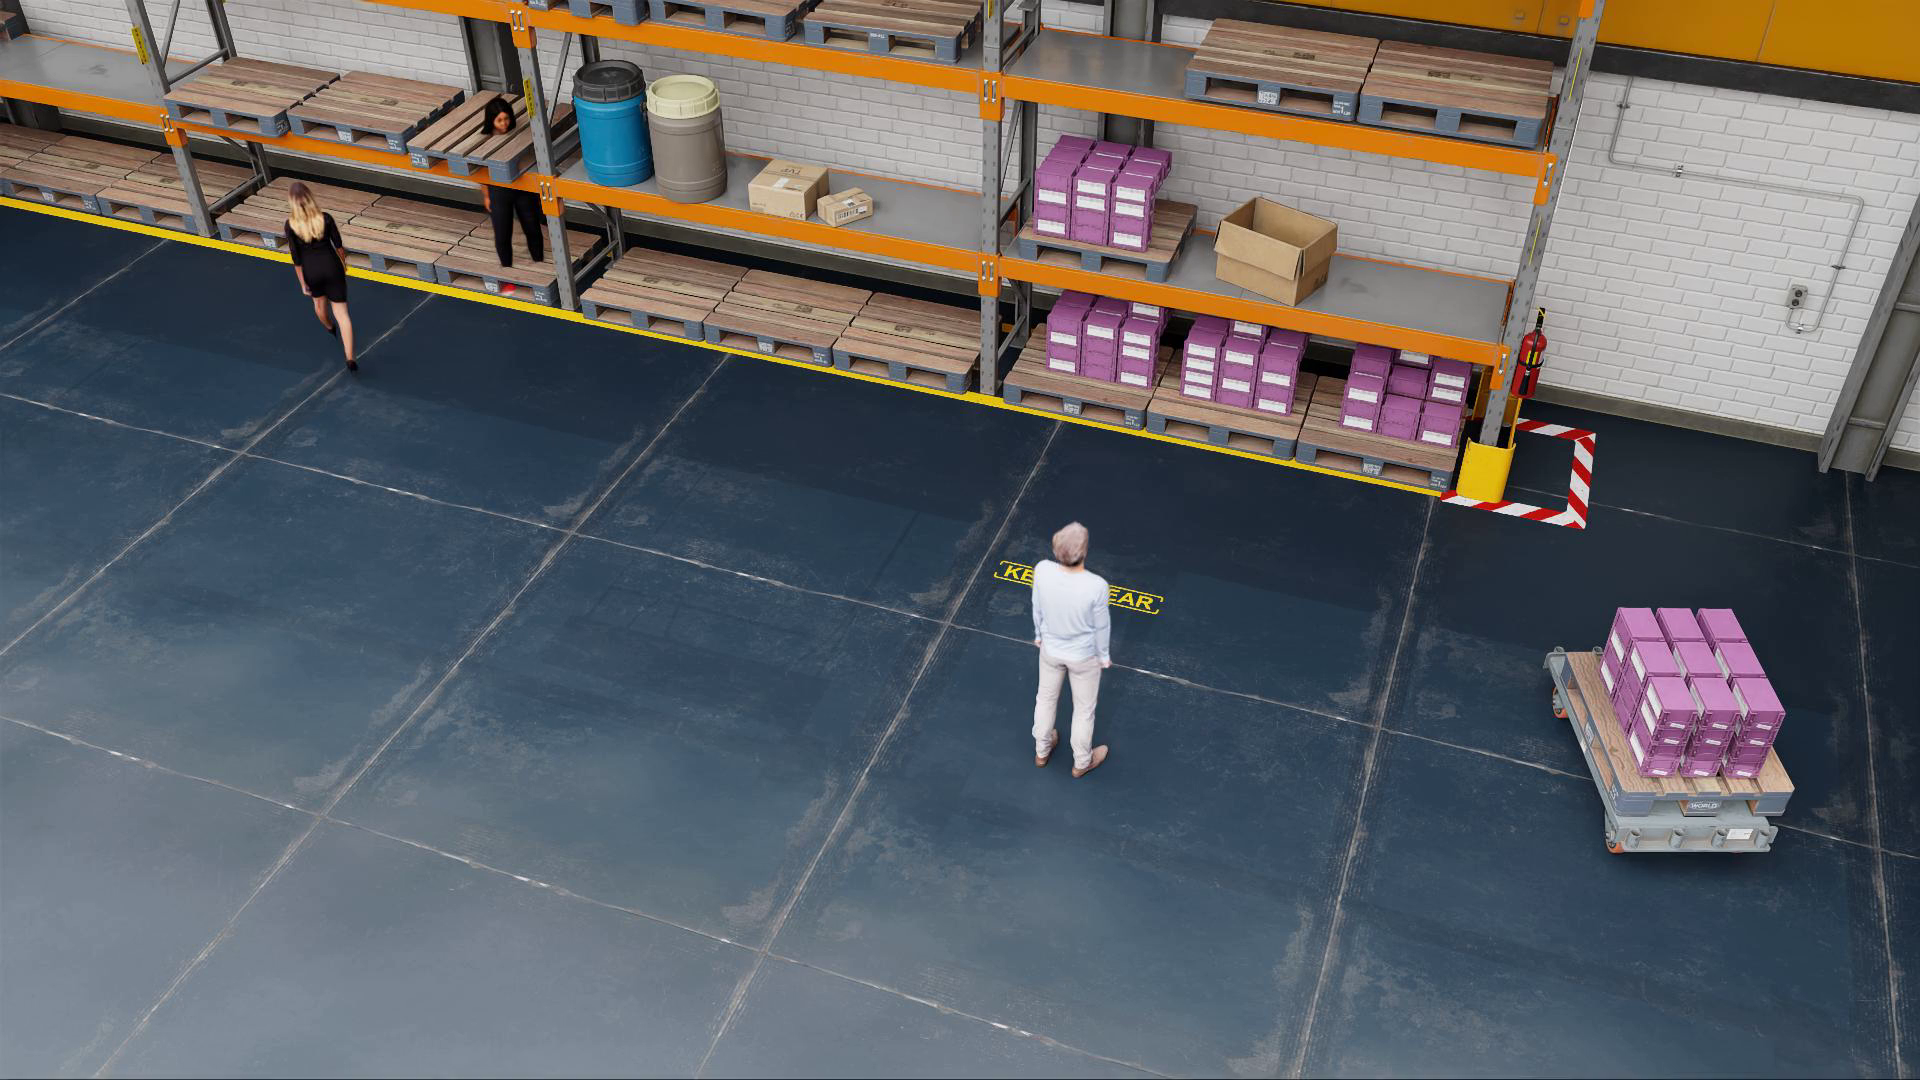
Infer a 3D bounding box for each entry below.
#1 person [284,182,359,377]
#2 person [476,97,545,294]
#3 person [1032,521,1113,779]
[{"bbox_3d":[-5.228,-2.113,13.728,1.062,1.623,1.091,-14,41,-17],"label":"person"},{"bbox_3d":[-3.992,-3.089,14.798,0.768,1.812,0.837,-14,41,-17],"label":"person"},{"bbox_3d":[0.663,0.666,10.030,0.559,1.894,0.740,18,42,21],"label":"person"}]
